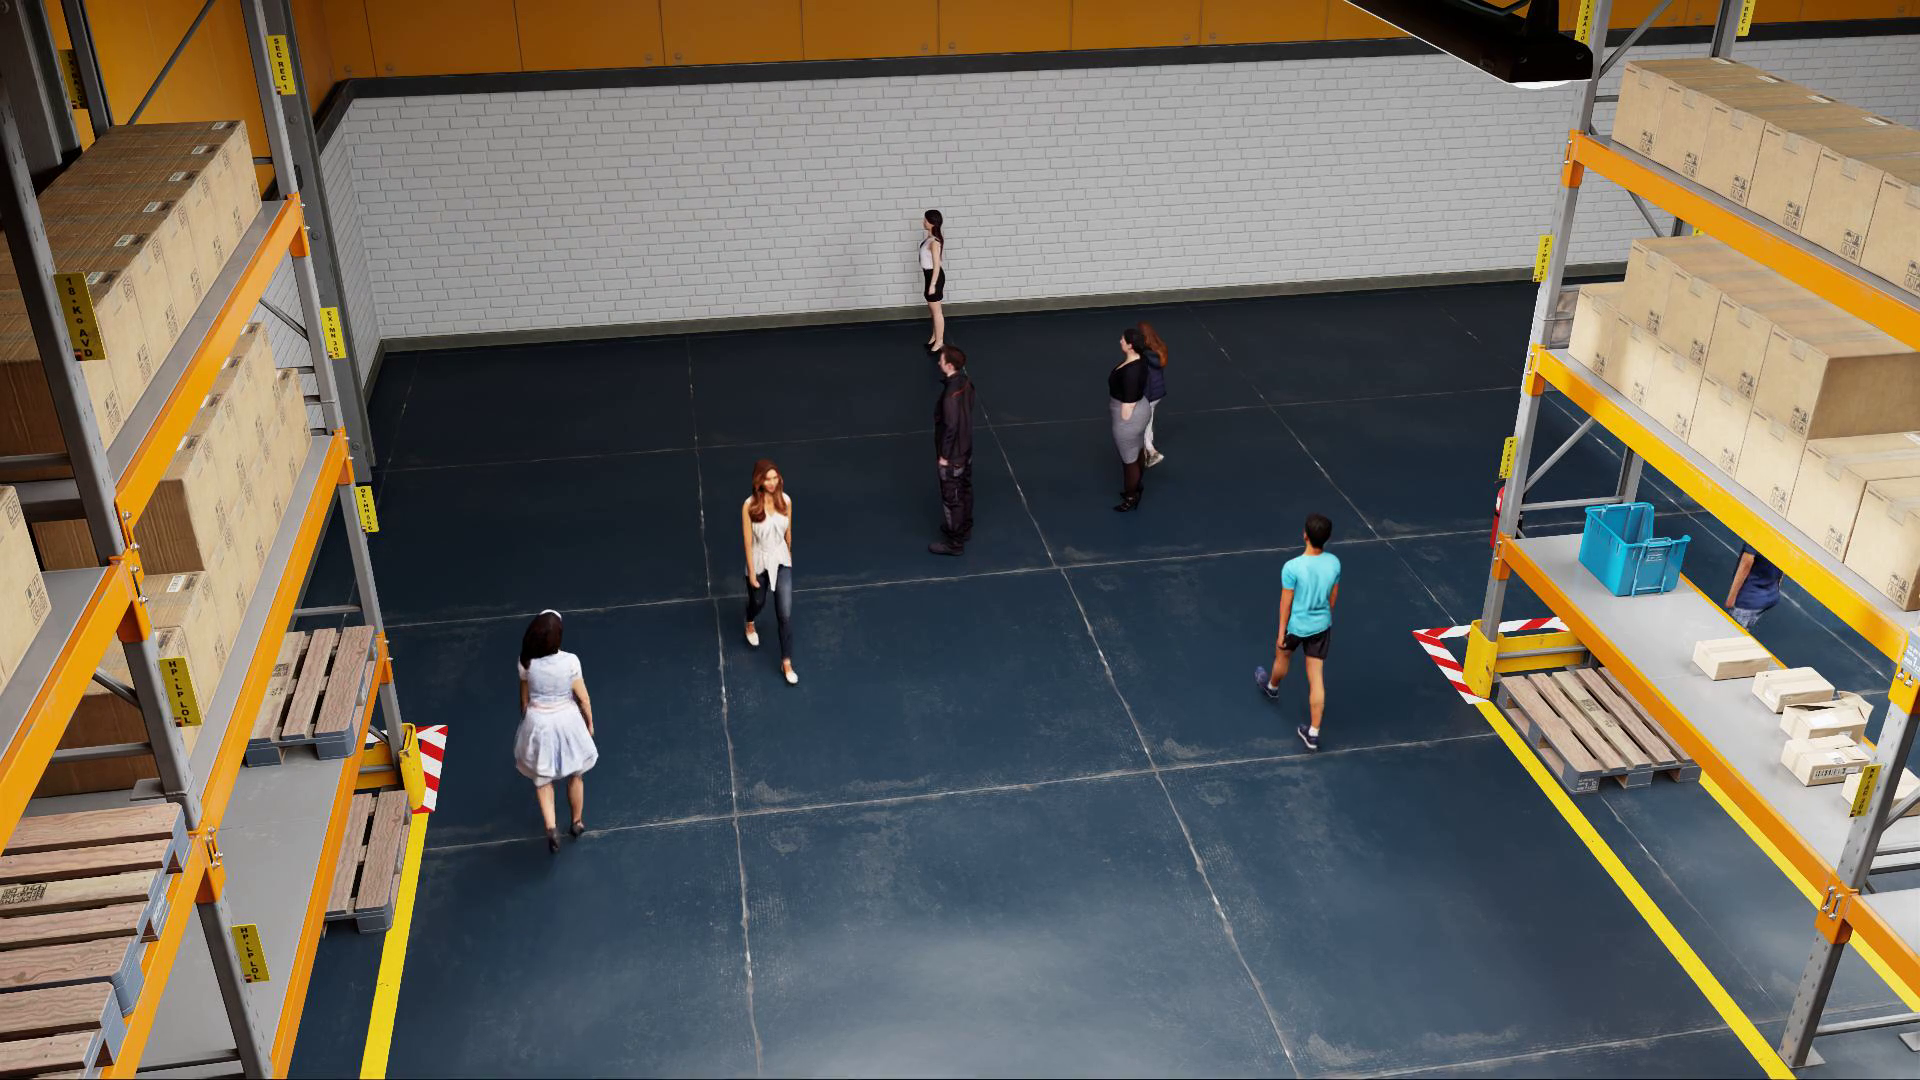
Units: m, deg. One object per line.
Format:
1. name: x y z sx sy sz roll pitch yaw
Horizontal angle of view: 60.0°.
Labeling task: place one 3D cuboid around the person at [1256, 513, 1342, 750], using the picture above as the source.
1. person: 2.521 0.689 11.902 0.677 1.724 1.136 -6 29 -11

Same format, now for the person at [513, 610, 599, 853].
1. person: -2.610 1.288 10.718 0.711 1.807 0.781 -3 29 -6

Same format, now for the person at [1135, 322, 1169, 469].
1. person: 1.835 -1.356 15.897 0.798 1.489 0.737 20 35 33

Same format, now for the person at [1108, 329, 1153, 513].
1. person: 1.572 -1.097 15.141 0.830 1.759 0.730 10 30 17

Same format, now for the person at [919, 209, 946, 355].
1. person: -0.293 -2.881 18.526 0.621 1.649 0.457 -3 29 -6

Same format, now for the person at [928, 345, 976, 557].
1. person: -0.053 -0.792 14.418 0.839 1.915 0.714 10 30 18

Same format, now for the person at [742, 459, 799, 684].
1. person: -1.523 0.180 12.808 0.755 1.752 1.146 -12 31 -21
